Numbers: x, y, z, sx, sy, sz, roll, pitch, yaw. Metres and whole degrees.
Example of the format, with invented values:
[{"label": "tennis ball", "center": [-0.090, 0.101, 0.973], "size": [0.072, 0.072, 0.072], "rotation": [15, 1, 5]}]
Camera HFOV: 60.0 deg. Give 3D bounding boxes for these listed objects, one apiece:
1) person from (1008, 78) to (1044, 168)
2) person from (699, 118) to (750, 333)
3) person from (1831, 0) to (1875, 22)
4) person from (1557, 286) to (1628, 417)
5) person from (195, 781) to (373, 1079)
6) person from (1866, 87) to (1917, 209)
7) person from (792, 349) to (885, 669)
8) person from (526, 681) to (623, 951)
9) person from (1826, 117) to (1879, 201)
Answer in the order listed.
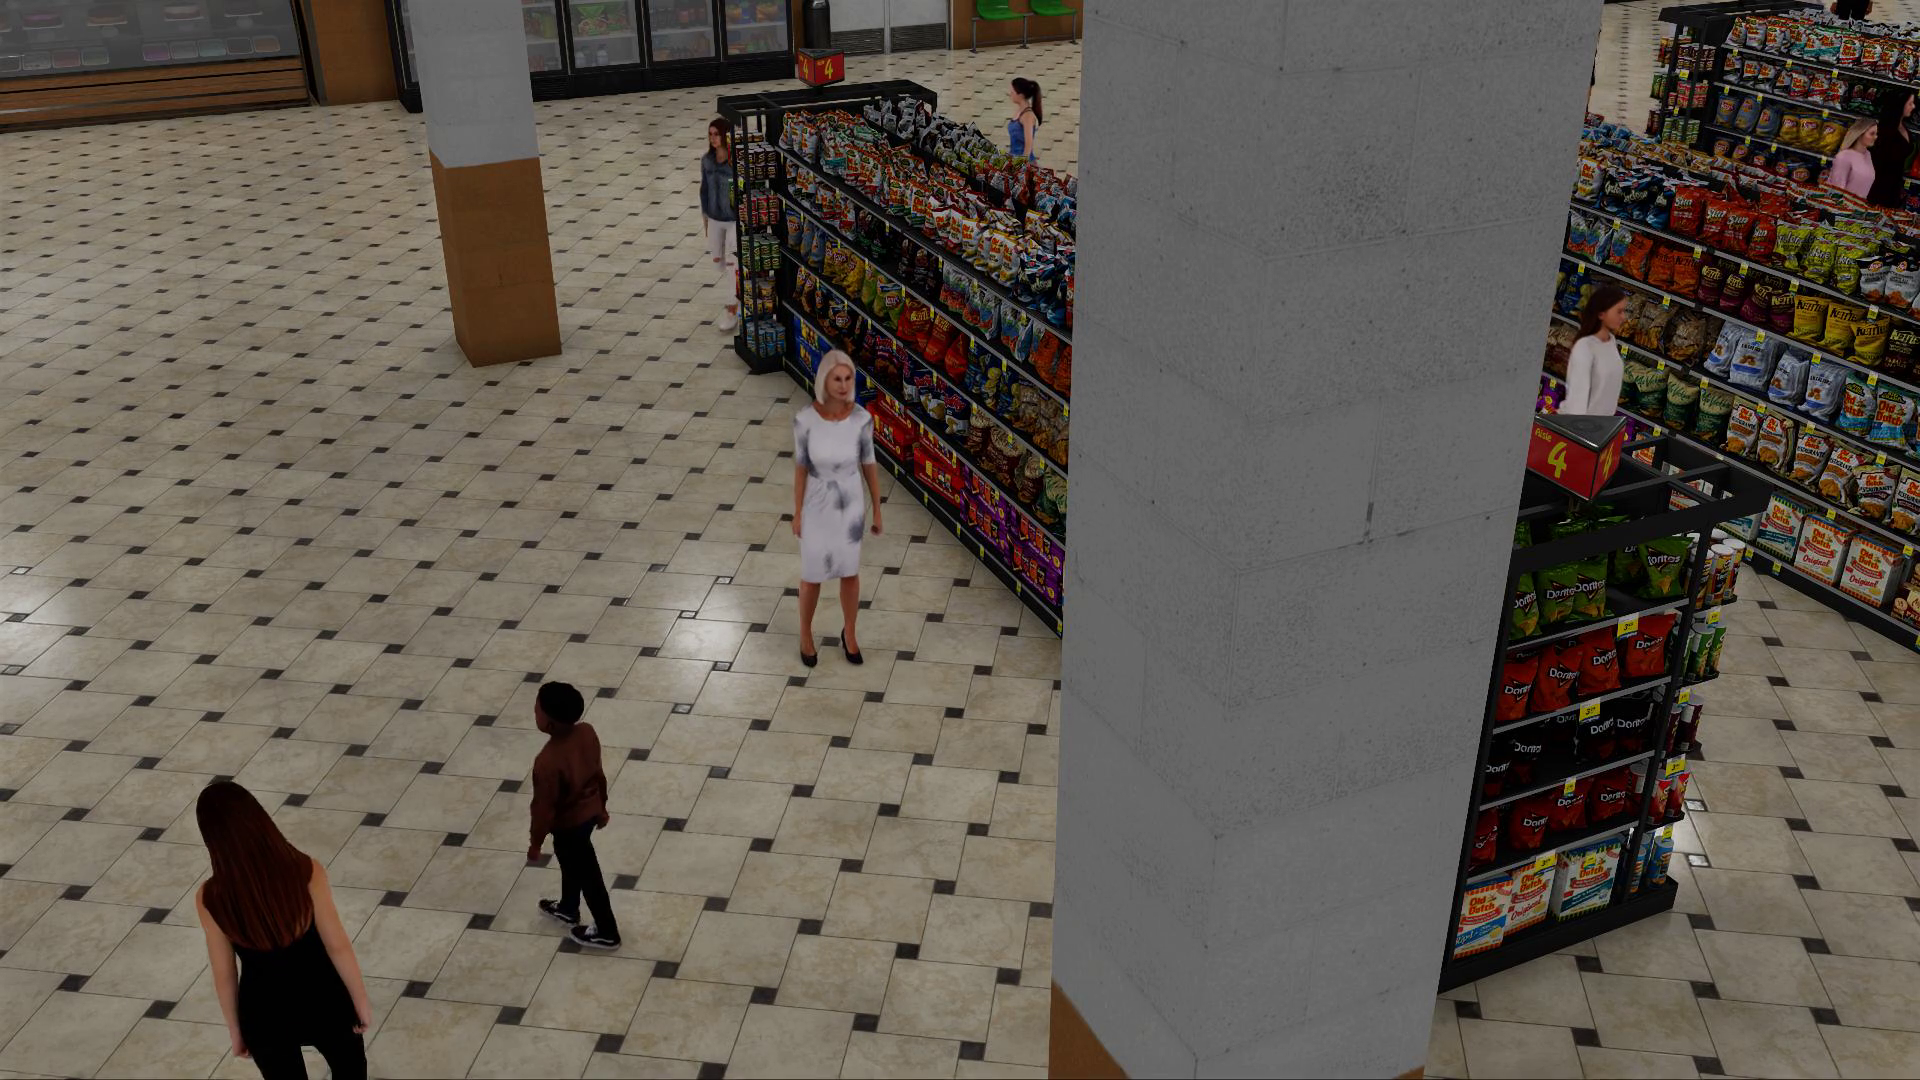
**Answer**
[{"label": "person", "center": [0.578, -3.406, 15.175], "size": [0.690, 1.609, 0.574], "rotation": [-3, 27, -5]}, {"label": "person", "center": [-1.836, -2.574, 13.452], "size": [1.006, 1.684, 1.047], "rotation": [10, 29, 19]}, {"label": "person", "center": [12.192, -7.382, 22.677], "size": [0.769, 1.917, 0.826], "rotation": [9, 28, 16]}, {"label": "person", "center": [3.608, -0.664, 9.683], "size": [0.654, 1.686, 0.669], "rotation": [23, 35, 38]}, {"label": "person", "center": [-2.111, 1.562, 5.274], "size": [0.661, 1.705, 0.847], "rotation": [-5, 27, -11]}, {"label": "person", "center": [7.764, -2.964, 14.140], "size": [0.742, 1.757, 0.755], "rotation": [22, 34, 36]}, {"label": "person", "center": [-0.673, -0.184, 8.673], "size": [0.636, 1.744, 0.577], "rotation": [-8, 28, -14]}, {"label": "person", "center": [-1.487, 1.128, 6.640], "size": [0.777, 1.243, 0.719], "rotation": [8, 28, 16]}, {"label": "person", "center": [7.063, -2.624, 13.571], "size": [0.591, 1.666, 0.607], "rotation": [-11, 29, -21]}]
